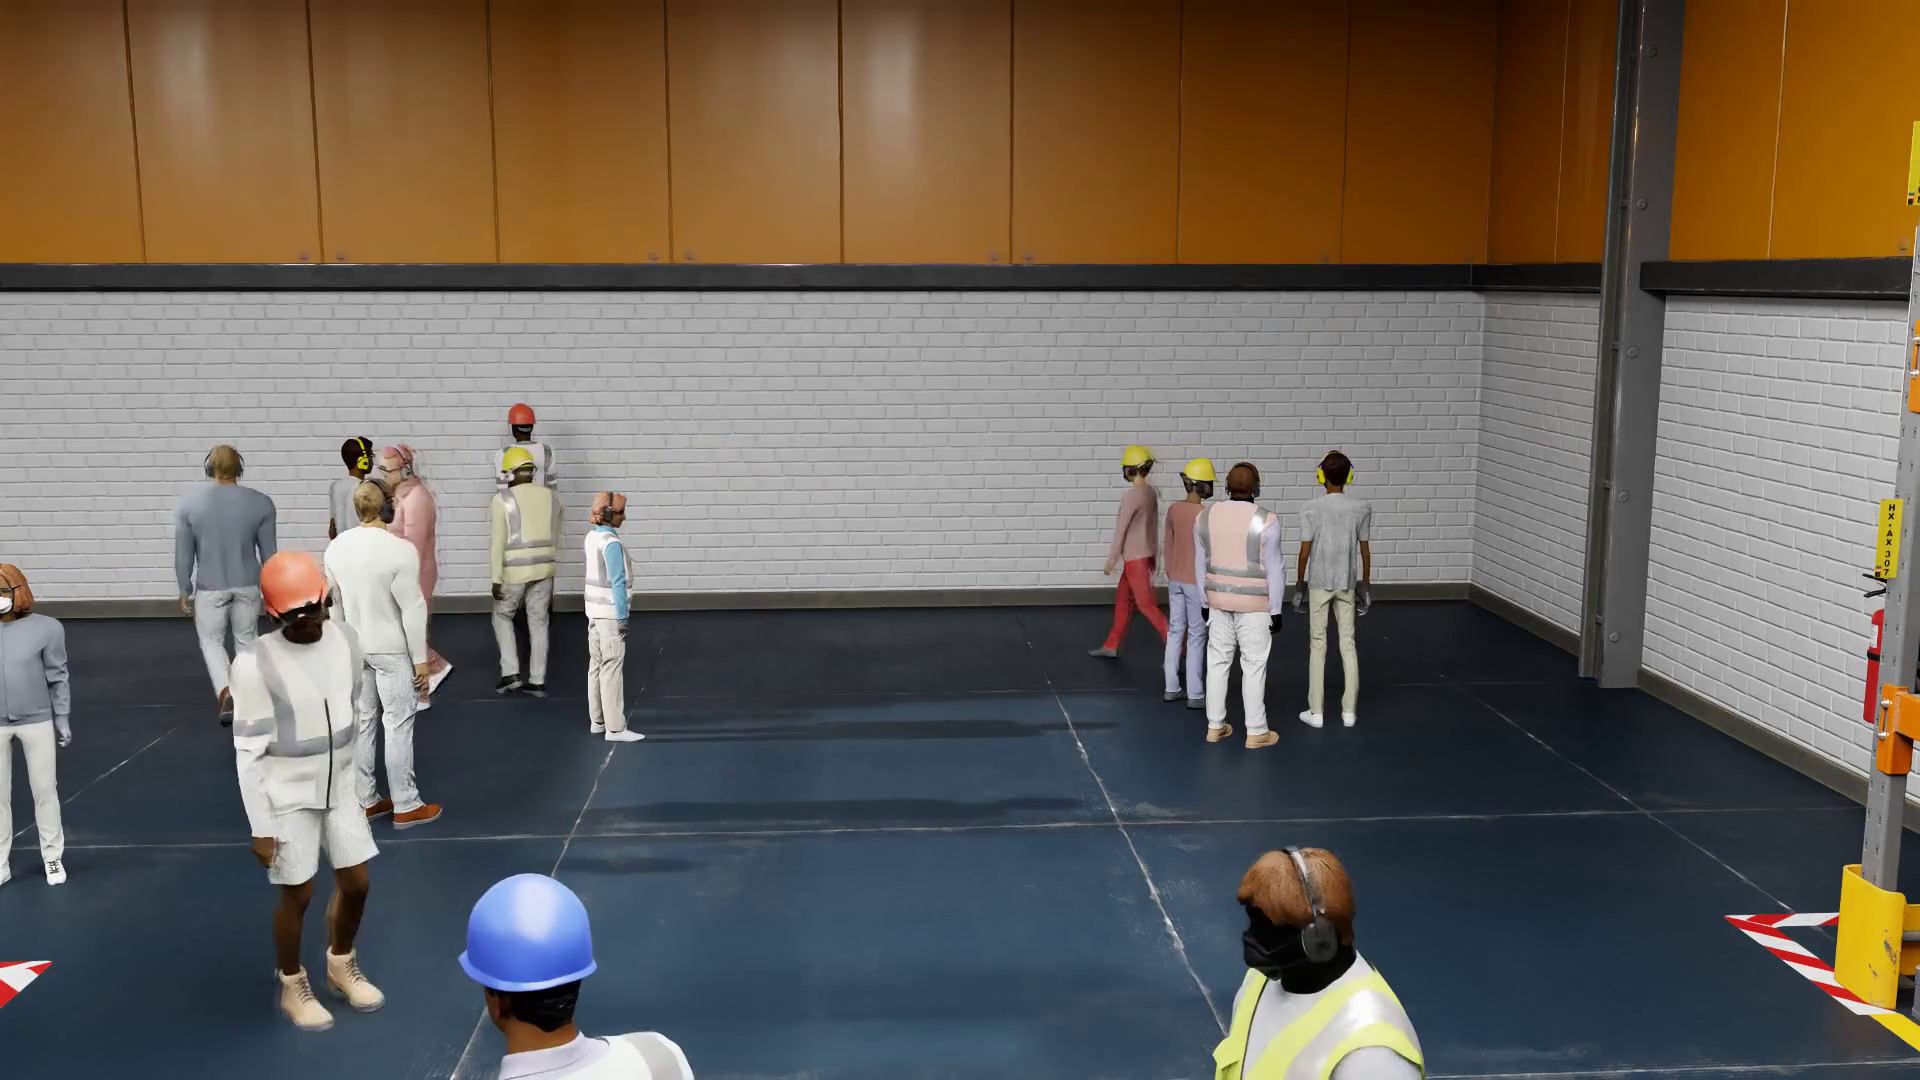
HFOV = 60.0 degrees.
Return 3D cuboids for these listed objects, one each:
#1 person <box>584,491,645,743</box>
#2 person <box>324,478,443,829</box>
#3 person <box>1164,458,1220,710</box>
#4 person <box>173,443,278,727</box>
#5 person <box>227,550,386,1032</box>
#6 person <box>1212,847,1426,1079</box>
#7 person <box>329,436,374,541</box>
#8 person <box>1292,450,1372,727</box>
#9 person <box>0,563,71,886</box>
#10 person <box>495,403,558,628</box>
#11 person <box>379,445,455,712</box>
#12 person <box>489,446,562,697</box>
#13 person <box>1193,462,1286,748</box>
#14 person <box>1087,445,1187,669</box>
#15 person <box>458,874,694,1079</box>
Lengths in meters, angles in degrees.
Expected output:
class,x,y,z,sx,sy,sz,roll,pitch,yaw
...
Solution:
class,x,y,z,sx,sy,sz,roll,pitch,yaw
person,-2.287,0.498,10.849,0.311,1.639,0.513,-6,11,-32
person,-3.172,0.621,9.139,0.629,1.940,0.372,4,10,23
person,1.646,0.303,11.680,0.322,1.765,0.533,-5,11,-31
person,-4.852,0.322,11.059,0.643,1.927,0.615,-5,10,-27
person,-2.583,1.001,6.563,0.593,1.994,0.626,6,11,33
person,0.747,1.554,3.628,0.429,1.833,0.631,-2,9,-11
person,-4.360,0.183,12.106,0.513,1.871,0.329,6,11,31
person,2.499,0.333,11.180,0.533,1.864,0.310,0,9,-2
person,-4.668,0.919,8.221,0.498,1.633,0.282,-4,10,-21
person,-3.743,-0.212,14.362,0.545,1.941,0.350,-7,11,-36
person,-3.819,0.274,11.521,0.459,1.881,0.645,-6,11,-34
person,-3.148,0.232,12.009,0.613,1.802,0.487,-9,13,-44
person,1.814,0.416,10.719,0.625,1.847,0.429,7,11,37
person,1.405,0.123,12.898,0.875,1.729,0.521,4,10,26
person,-0.756,1.573,3.125,0.406,1.946,0.608,7,11,38
